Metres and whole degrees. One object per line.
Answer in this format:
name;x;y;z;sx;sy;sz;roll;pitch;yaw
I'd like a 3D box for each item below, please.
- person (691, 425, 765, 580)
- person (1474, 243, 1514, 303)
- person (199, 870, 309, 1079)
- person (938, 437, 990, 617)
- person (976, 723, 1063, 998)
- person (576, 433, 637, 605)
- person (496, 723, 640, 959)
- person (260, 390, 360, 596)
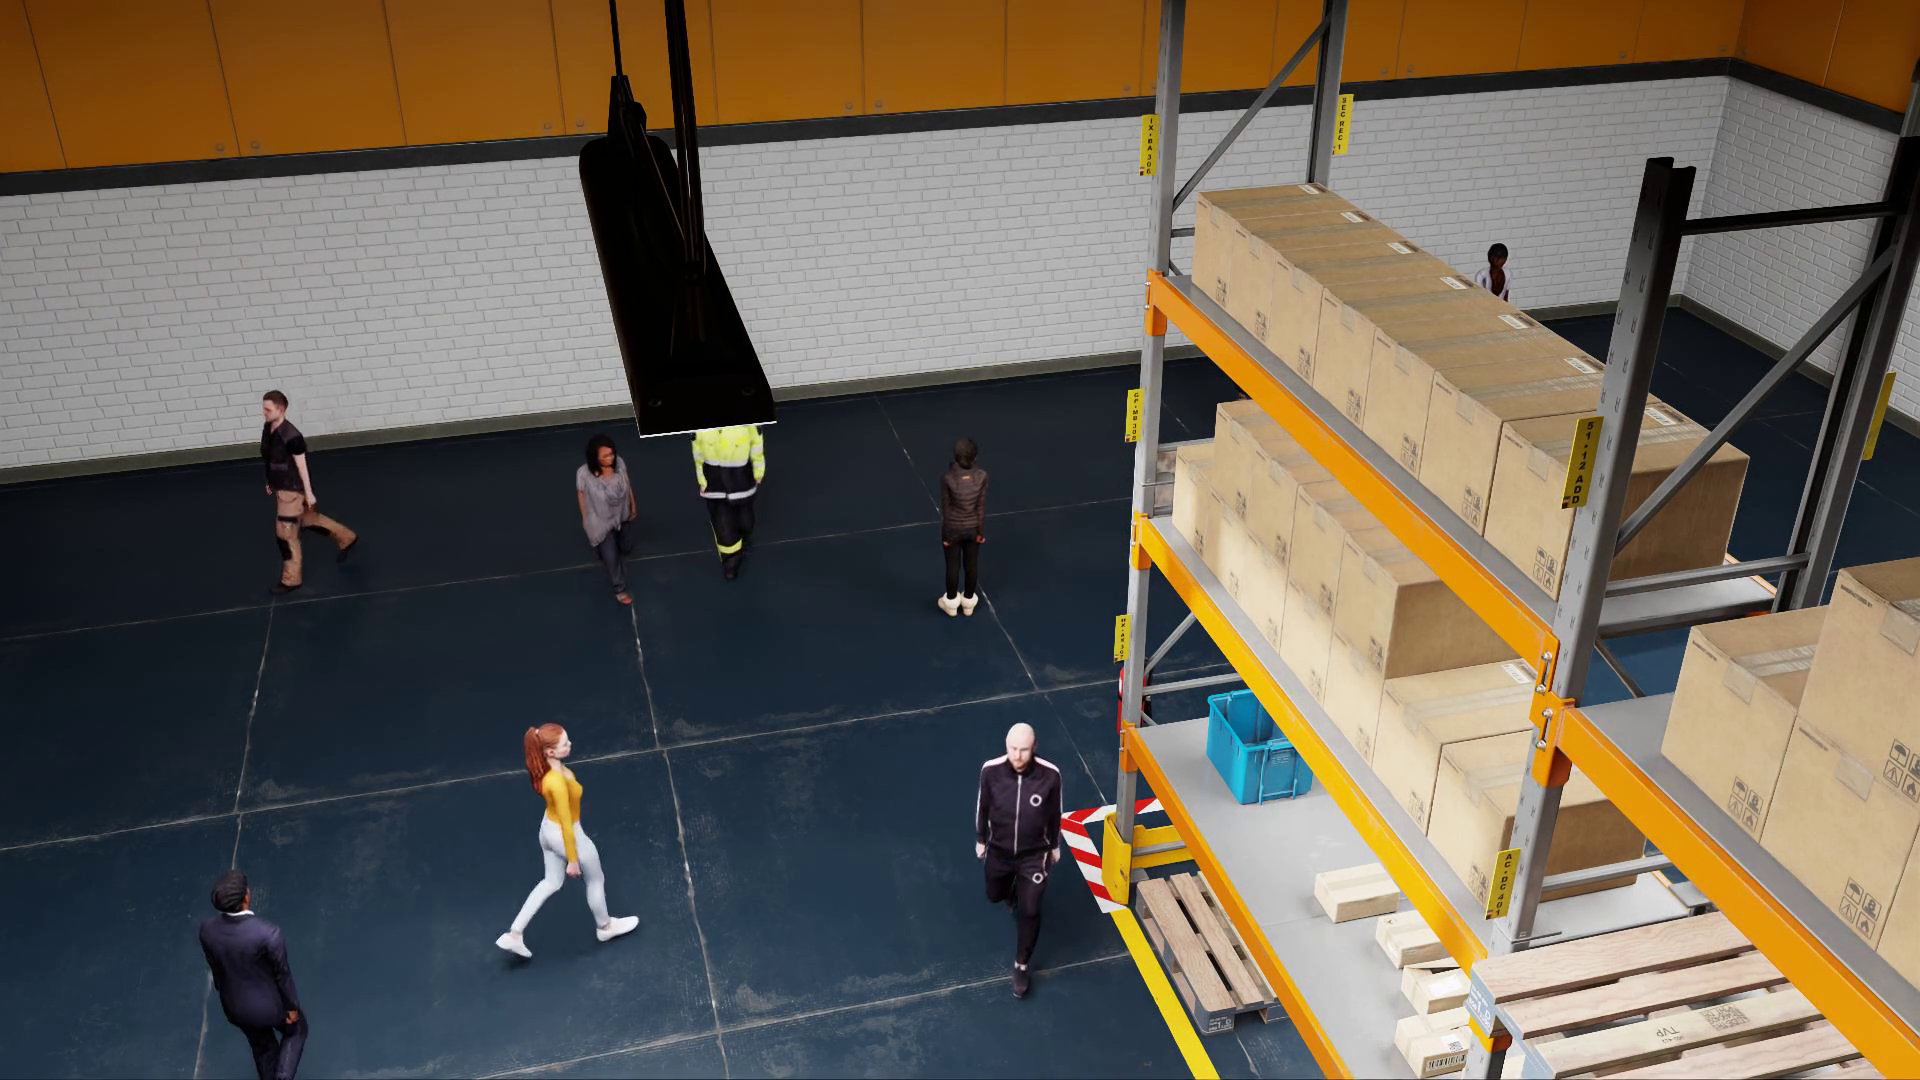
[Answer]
person;-2.038;-0.624;14.527;0.839;1.949;0.961;-3;29;-6
person;5.712;-2.383;17.991;0.576;1.719;0.509;-6;29;-11
person;-3.820;2.549;8.953;0.755;1.716;0.805;2;29;3
person;0.026;-0.088;13.840;0.623;1.665;0.556;-7;29;-13
person;0.367;1.842;10.149;0.958;1.812;1.183;4;29;7
person;-3.037;-0.240;14.202;0.994;1.585;0.883;25;37;37
person;-2.507;1.867;10.192;0.890;1.726;1.123;-17;33;-29
person;-5.691;-0.479;14.411;1.081;1.805;1.203;-23;36;-36
